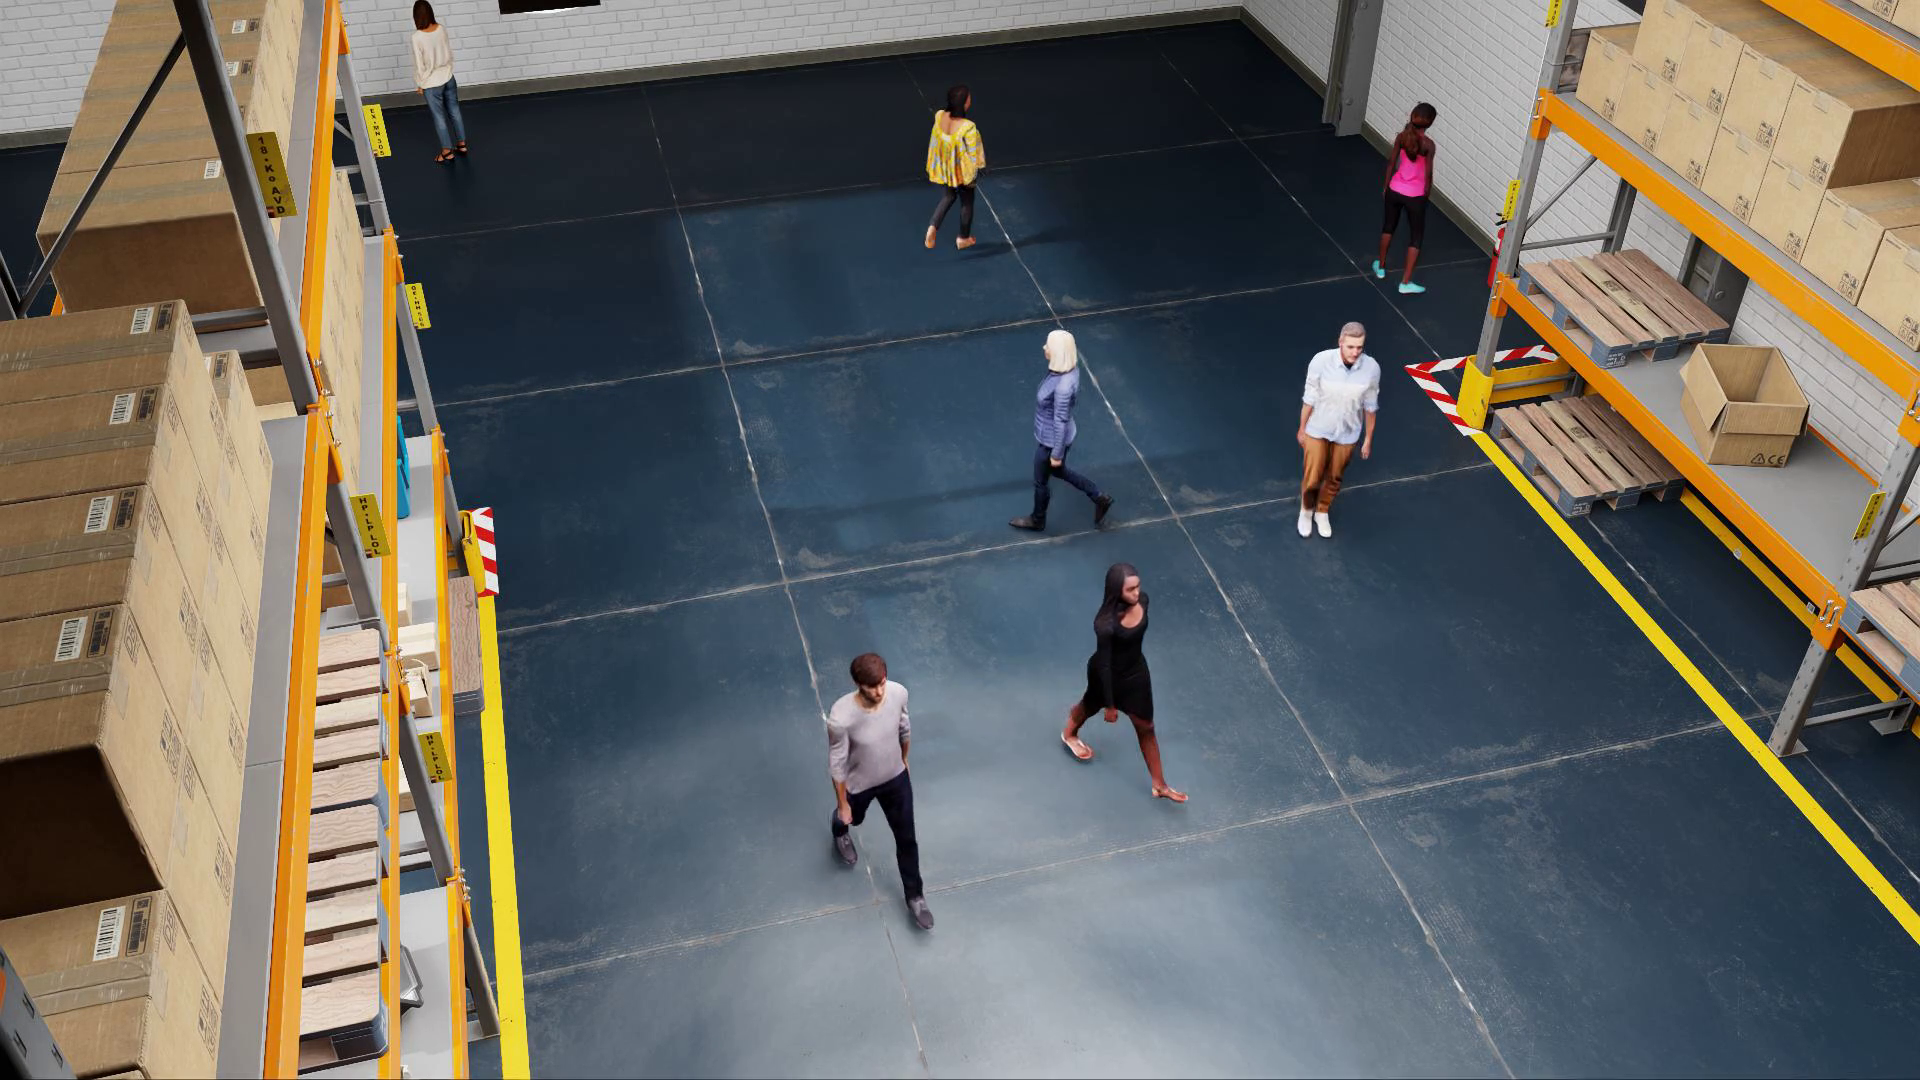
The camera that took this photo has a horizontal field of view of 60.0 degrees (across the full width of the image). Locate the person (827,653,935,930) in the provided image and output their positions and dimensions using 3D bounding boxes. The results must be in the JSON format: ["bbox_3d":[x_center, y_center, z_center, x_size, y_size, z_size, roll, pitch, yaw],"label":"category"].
[{"bbox_3d":[-0.544,1.285,9.338,0.885,1.792,1.263,-19,42,-22],"label":"person"}]

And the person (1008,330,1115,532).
[{"bbox_3d":[0.770,-0.749,11.939,0.972,1.724,1.047,5,39,6],"label":"person"}]

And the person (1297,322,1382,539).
[{"bbox_3d":[2.670,-0.847,11.993,0.762,1.810,0.737,0,39,0],"label":"person"}]

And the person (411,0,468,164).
[{"bbox_3d":[-5.293,-4.657,16.866,0.736,1.683,0.696,24,44,27],"label":"person"}]

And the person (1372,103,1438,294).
[{"bbox_3d":[3.959,-3.090,14.877,0.780,1.715,0.951,20,43,23],"label":"person"}]

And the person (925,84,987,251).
[{"bbox_3d":[-0.084,-3.371,15.291,0.980,1.638,1.021,27,46,29],"label":"person"}]

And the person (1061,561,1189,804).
[{"bbox_3d":[0.874,0.809,10.038,1.286,1.662,1.056,31,48,33],"label":"person"}]
